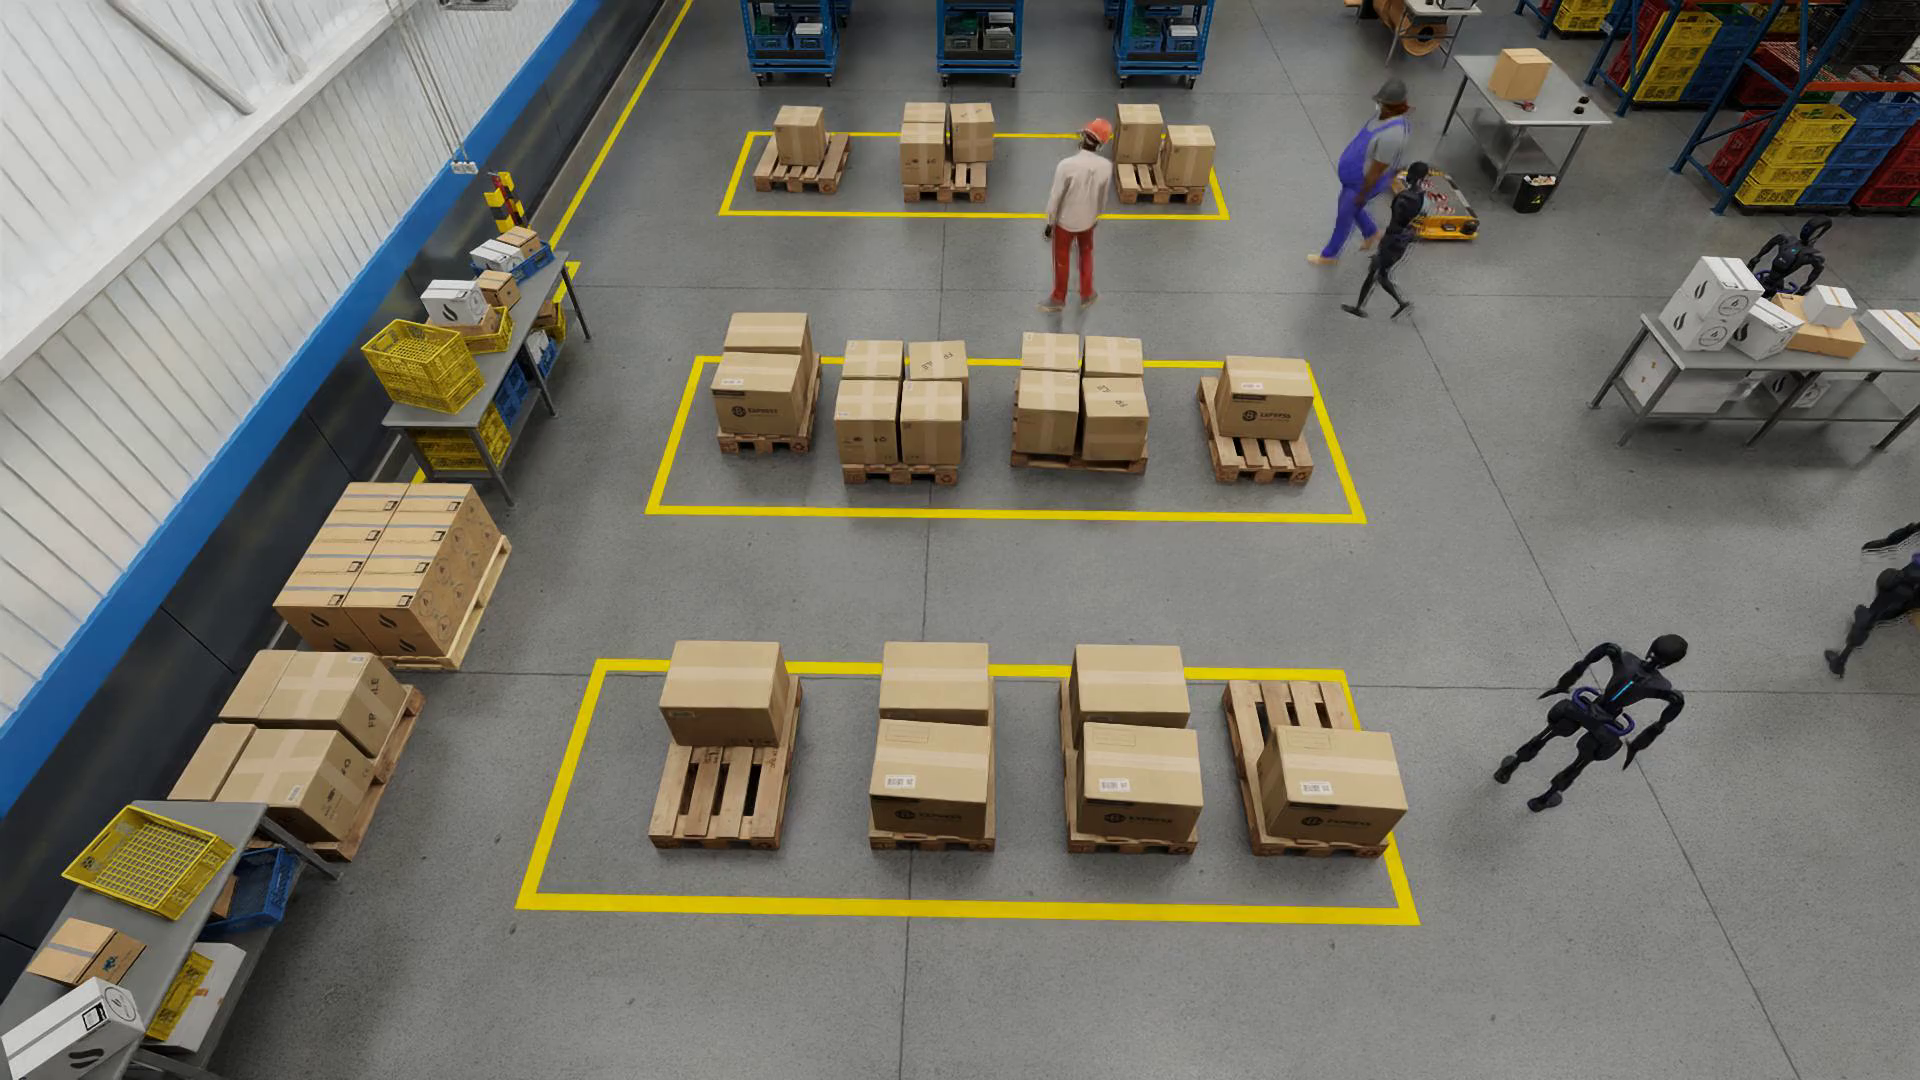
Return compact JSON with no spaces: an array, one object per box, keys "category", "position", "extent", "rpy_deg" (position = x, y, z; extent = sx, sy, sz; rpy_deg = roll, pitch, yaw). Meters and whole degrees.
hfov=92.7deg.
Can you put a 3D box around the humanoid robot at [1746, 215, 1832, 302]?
[{"category":"humanoid robot","position":[7.468,-2.249,8.538],"extent":[0.325,1.658,0.600],"rpy_deg":[-18,52,-15]}]

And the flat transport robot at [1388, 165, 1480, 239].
[{"category":"flat transport robot","position":[5.692,-4.094,11.059],"extent":[0.652,0.197,1.431],"rpy_deg":[1,49,1]}]

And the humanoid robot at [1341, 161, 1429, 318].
[{"category":"humanoid robot","position":[4.388,-2.929,9.152],"extent":[0.567,1.639,0.618],"rpy_deg":[32,56,25]}]

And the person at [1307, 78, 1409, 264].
[{"category":"person","position":[4.330,-3.859,9.703],"extent":[0.679,2.000,0.697],"rpy_deg":[9,50,8]}]

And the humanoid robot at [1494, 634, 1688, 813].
[{"category":"humanoid robot","position":[3.893,1.116,5.638],"extent":[0.353,1.647,0.604],"rpy_deg":[-27,54,-22]}]

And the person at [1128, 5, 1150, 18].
[{"category":"person","position":[2.669,-8.015,13.481],"extent":[0.326,1.765,0.525],"rpy_deg":[-13,50,-11]}]

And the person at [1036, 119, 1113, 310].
[{"category":"person","position":[1.148,-3.192,9.196],"extent":[0.718,1.942,0.376],"rpy_deg":[-19,52,-16]}]

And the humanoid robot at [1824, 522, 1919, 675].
[{"category":"humanoid robot","position":[6.730,0.269,6.397],"extent":[0.559,1.627,0.768],"rpy_deg":[23,53,19]}]
